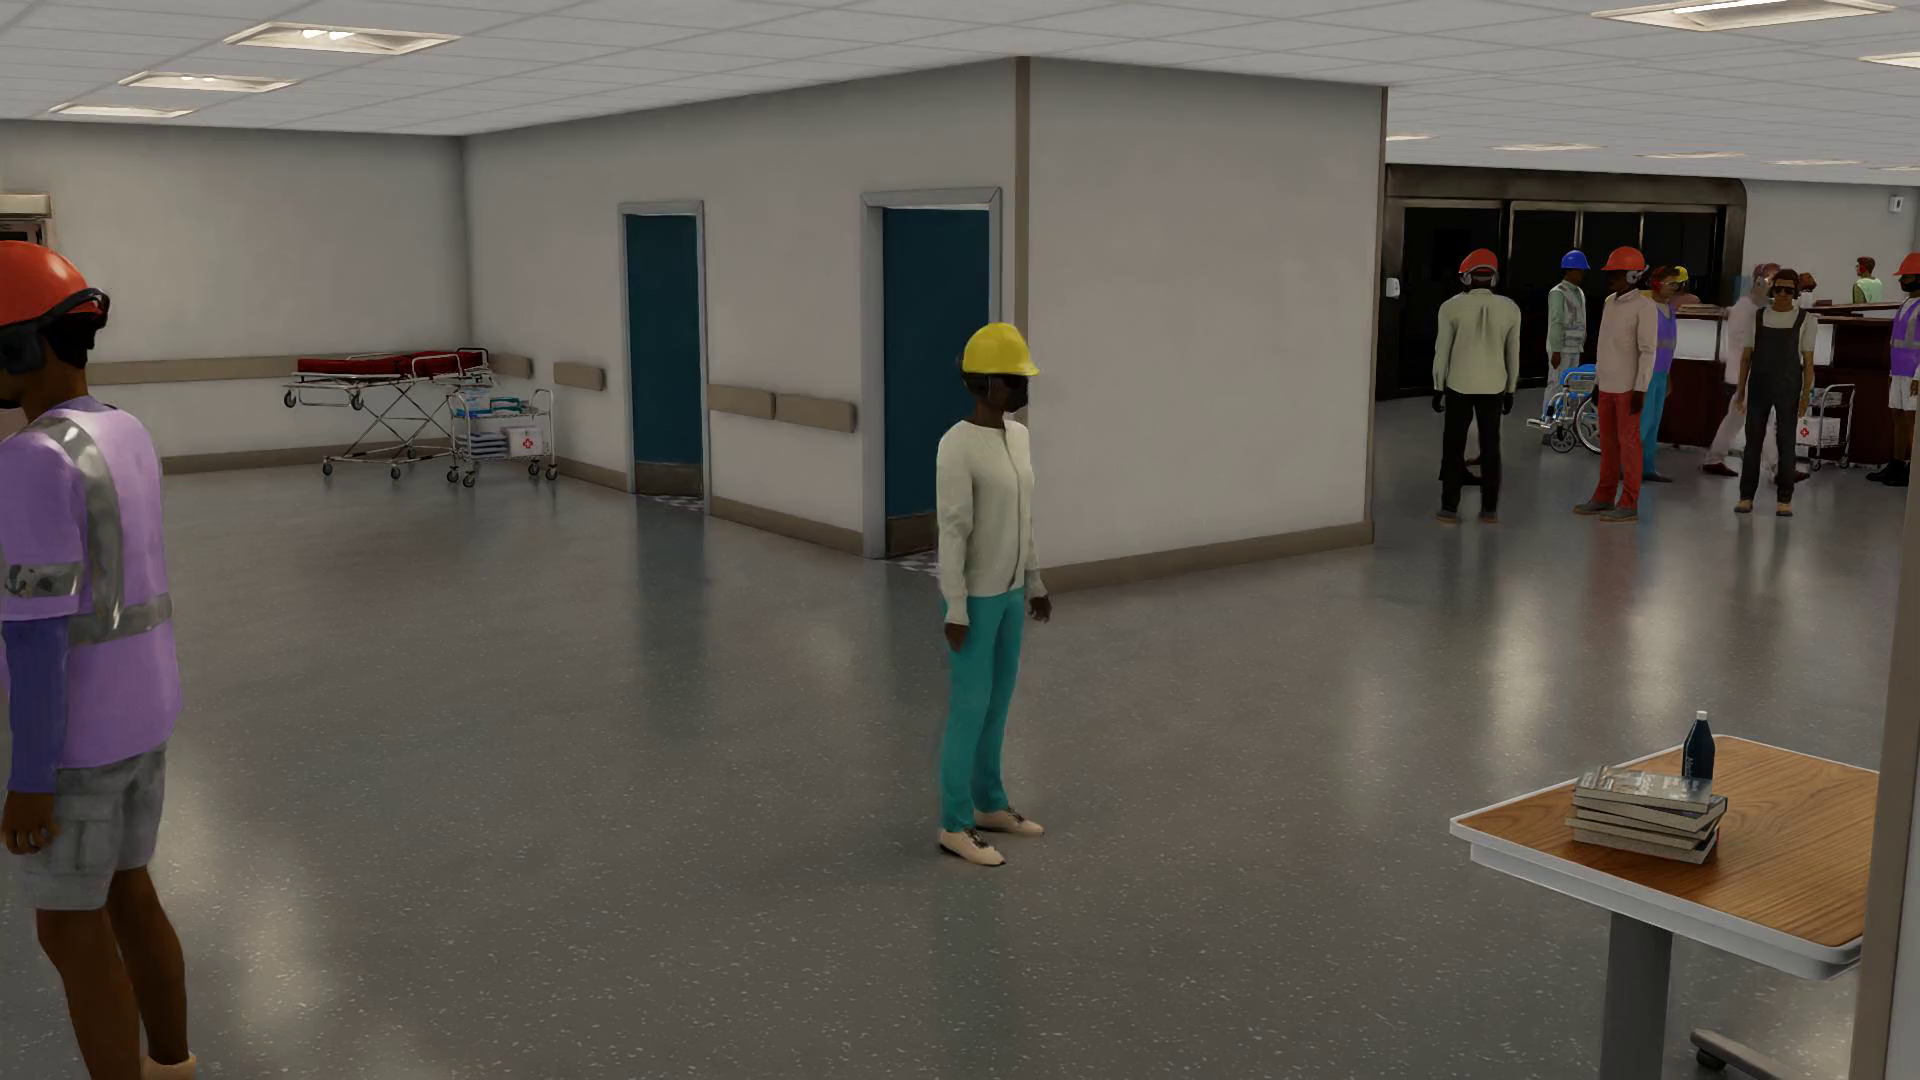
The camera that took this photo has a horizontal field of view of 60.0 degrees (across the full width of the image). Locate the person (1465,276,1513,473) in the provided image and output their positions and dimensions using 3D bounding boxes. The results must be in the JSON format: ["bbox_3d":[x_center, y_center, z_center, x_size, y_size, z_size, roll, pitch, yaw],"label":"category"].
[{"bbox_3d":[4.716,-1.512,14.745,0.513,1.837,0.638,-5,11,-26],"label":"person"}]

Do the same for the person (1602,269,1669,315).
[{"bbox_3d":[6.434,-1.715,15.888,0.631,1.835,0.429,4,11,23],"label":"person"}]

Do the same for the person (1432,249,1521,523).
[{"bbox_3d":[3.733,-1.107,12.064,0.622,1.983,0.418,0,10,0],"label":"person"}]

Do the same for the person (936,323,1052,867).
[{"bbox_3d":[0.114,0.172,5.512,0.329,1.767,0.555,6,12,28],"label":"person"}]

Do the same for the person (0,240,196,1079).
[{"bbox_3d":[-1.877,0.394,3.527,0.410,2.027,0.626,-2,10,-9],"label":"person"}]

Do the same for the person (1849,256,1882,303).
[{"bbox_3d":[12.045,-2.848,22.184,0.565,1.846,0.389,-8,13,-37],"label":"person"}]

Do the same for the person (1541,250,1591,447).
[{"bbox_3d":[6.074,-1.913,16.658,0.395,1.945,0.618,9,13,40],"label":"person"}]

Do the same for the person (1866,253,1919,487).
[{"bbox_3d":[7.908,-1.412,13.883,0.356,1.938,0.543,1,10,5],"label":"person"}]

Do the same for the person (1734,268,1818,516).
[{"bbox_3d":[6.065,-1.095,12.394,0.509,1.838,0.343,7,12,35],"label":"person"}]

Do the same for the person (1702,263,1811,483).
[{"bbox_3d":[6.826,-1.423,14.177,0.653,1.855,0.989,-9,13,-40],"label":"person"}]

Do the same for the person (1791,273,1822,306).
[{"bbox_3d":[11.271,-2.755,22.263,0.497,1.632,0.289,-3,11,-17],"label":"person"}]

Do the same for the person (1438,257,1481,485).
[{"bbox_3d":[4.266,-1.425,13.992,0.390,1.928,0.550,-1,10,-4],"label":"person"}]

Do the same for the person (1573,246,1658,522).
[{"bbox_3d":[4.811,-1.131,12.141,0.383,1.996,0.609,-2,10,-10],"label":"person"}]

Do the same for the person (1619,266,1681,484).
[{"bbox_3d":[5.820,-1.382,14.035,0.562,1.836,0.404,-10,14,-43],"label":"person"}]
